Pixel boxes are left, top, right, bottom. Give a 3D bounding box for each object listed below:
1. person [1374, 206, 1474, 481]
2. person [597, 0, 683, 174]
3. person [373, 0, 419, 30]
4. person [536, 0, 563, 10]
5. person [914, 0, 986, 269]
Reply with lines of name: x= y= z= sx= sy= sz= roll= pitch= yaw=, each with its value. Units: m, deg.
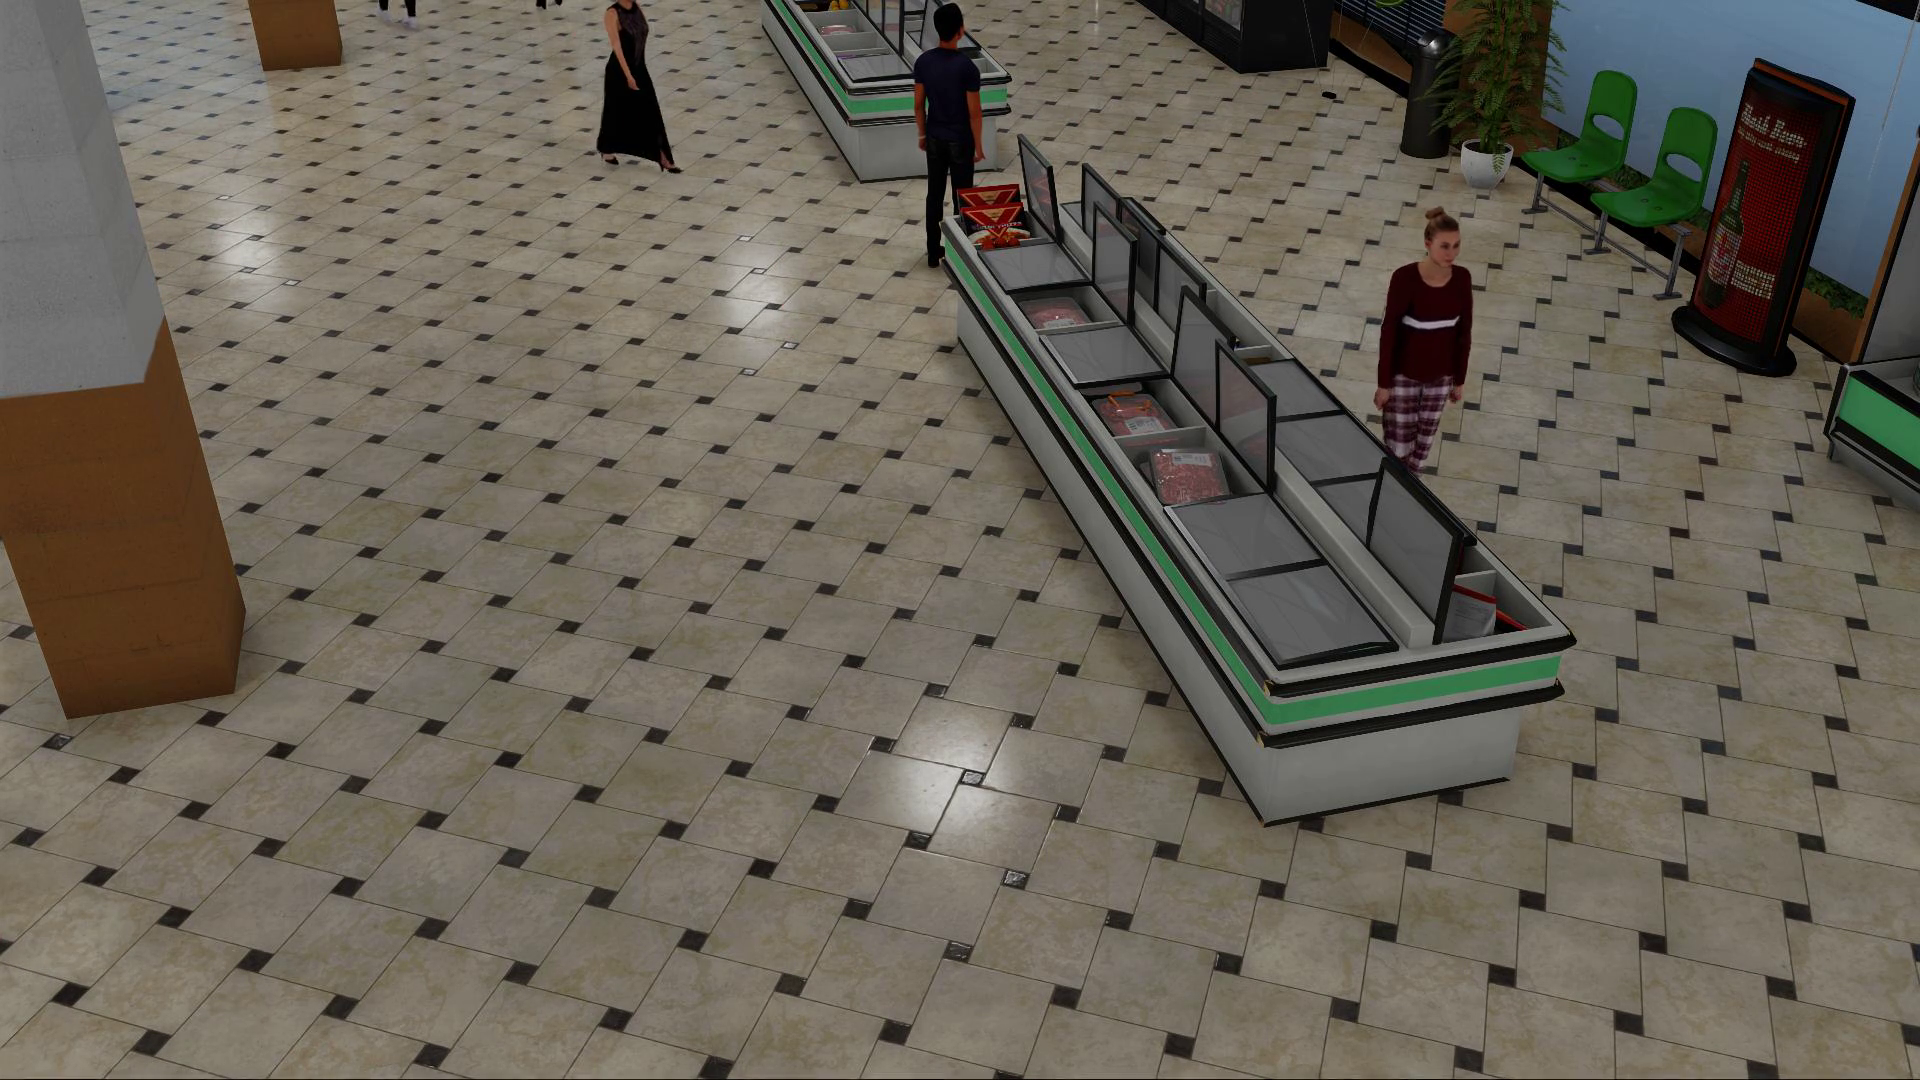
person: x=2.260 y=-0.853 z=8.338 sx=0.622 sy=1.693 sz=0.639 roll=-8 pitch=33 yaw=-12
person: x=-2.643 y=-3.601 z=12.893 sx=1.111 sy=1.548 sz=0.993 roll=20 pitch=37 yaw=29
person: x=-5.617 y=-5.910 z=16.542 sx=0.859 sy=1.613 sz=1.022 roll=-26 pitch=40 yaw=-35
person: x=-4.331 y=-6.236 z=17.103 sx=0.711 sy=1.574 sz=0.869 roll=-16 pitch=35 yaw=-24
person: x=-0.077 y=-2.699 z=11.210 sx=0.714 sy=1.793 sz=0.741 roll=13 pitch=34 yaw=19
